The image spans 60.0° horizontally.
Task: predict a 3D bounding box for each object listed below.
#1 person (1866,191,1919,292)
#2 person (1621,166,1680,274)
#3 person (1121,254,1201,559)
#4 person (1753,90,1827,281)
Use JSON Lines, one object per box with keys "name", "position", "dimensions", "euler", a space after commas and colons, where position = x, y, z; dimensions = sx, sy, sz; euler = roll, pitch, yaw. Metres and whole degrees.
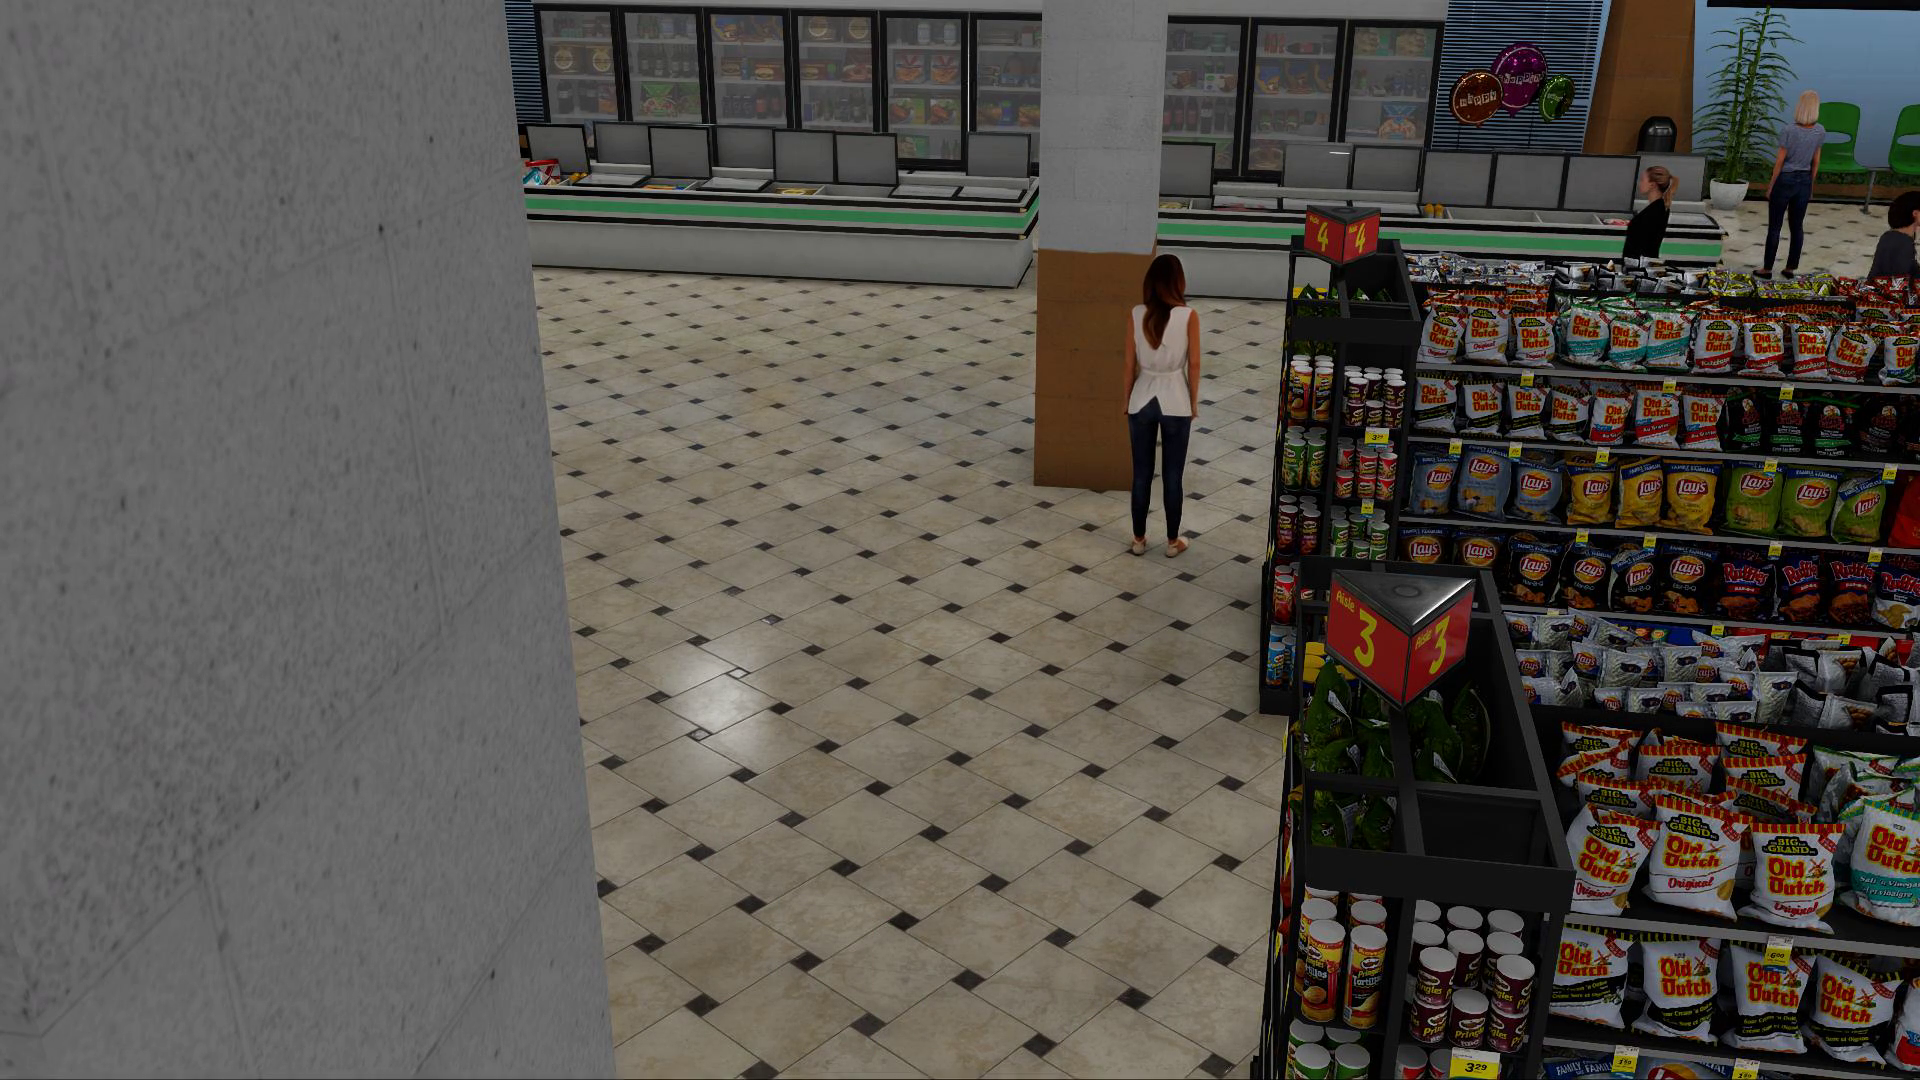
{"name": "person", "position": [6.110, -1.475, 11.198], "dimensions": [0.849, 1.753, 0.663], "euler": [5, 24, 10]}
{"name": "person", "position": [4.998, -1.875, 12.171], "dimensions": [0.643, 1.705, 0.664], "euler": [14, 27, 29]}
{"name": "person", "position": [1.140, -0.750, 9.501], "dimensions": [0.500, 1.785, 0.677], "euler": [7, 25, 16]}
{"name": "person", "position": [7.671, -3.267, 15.331], "dimensions": [0.505, 1.722, 0.684], "euler": [0, 24, -1]}
